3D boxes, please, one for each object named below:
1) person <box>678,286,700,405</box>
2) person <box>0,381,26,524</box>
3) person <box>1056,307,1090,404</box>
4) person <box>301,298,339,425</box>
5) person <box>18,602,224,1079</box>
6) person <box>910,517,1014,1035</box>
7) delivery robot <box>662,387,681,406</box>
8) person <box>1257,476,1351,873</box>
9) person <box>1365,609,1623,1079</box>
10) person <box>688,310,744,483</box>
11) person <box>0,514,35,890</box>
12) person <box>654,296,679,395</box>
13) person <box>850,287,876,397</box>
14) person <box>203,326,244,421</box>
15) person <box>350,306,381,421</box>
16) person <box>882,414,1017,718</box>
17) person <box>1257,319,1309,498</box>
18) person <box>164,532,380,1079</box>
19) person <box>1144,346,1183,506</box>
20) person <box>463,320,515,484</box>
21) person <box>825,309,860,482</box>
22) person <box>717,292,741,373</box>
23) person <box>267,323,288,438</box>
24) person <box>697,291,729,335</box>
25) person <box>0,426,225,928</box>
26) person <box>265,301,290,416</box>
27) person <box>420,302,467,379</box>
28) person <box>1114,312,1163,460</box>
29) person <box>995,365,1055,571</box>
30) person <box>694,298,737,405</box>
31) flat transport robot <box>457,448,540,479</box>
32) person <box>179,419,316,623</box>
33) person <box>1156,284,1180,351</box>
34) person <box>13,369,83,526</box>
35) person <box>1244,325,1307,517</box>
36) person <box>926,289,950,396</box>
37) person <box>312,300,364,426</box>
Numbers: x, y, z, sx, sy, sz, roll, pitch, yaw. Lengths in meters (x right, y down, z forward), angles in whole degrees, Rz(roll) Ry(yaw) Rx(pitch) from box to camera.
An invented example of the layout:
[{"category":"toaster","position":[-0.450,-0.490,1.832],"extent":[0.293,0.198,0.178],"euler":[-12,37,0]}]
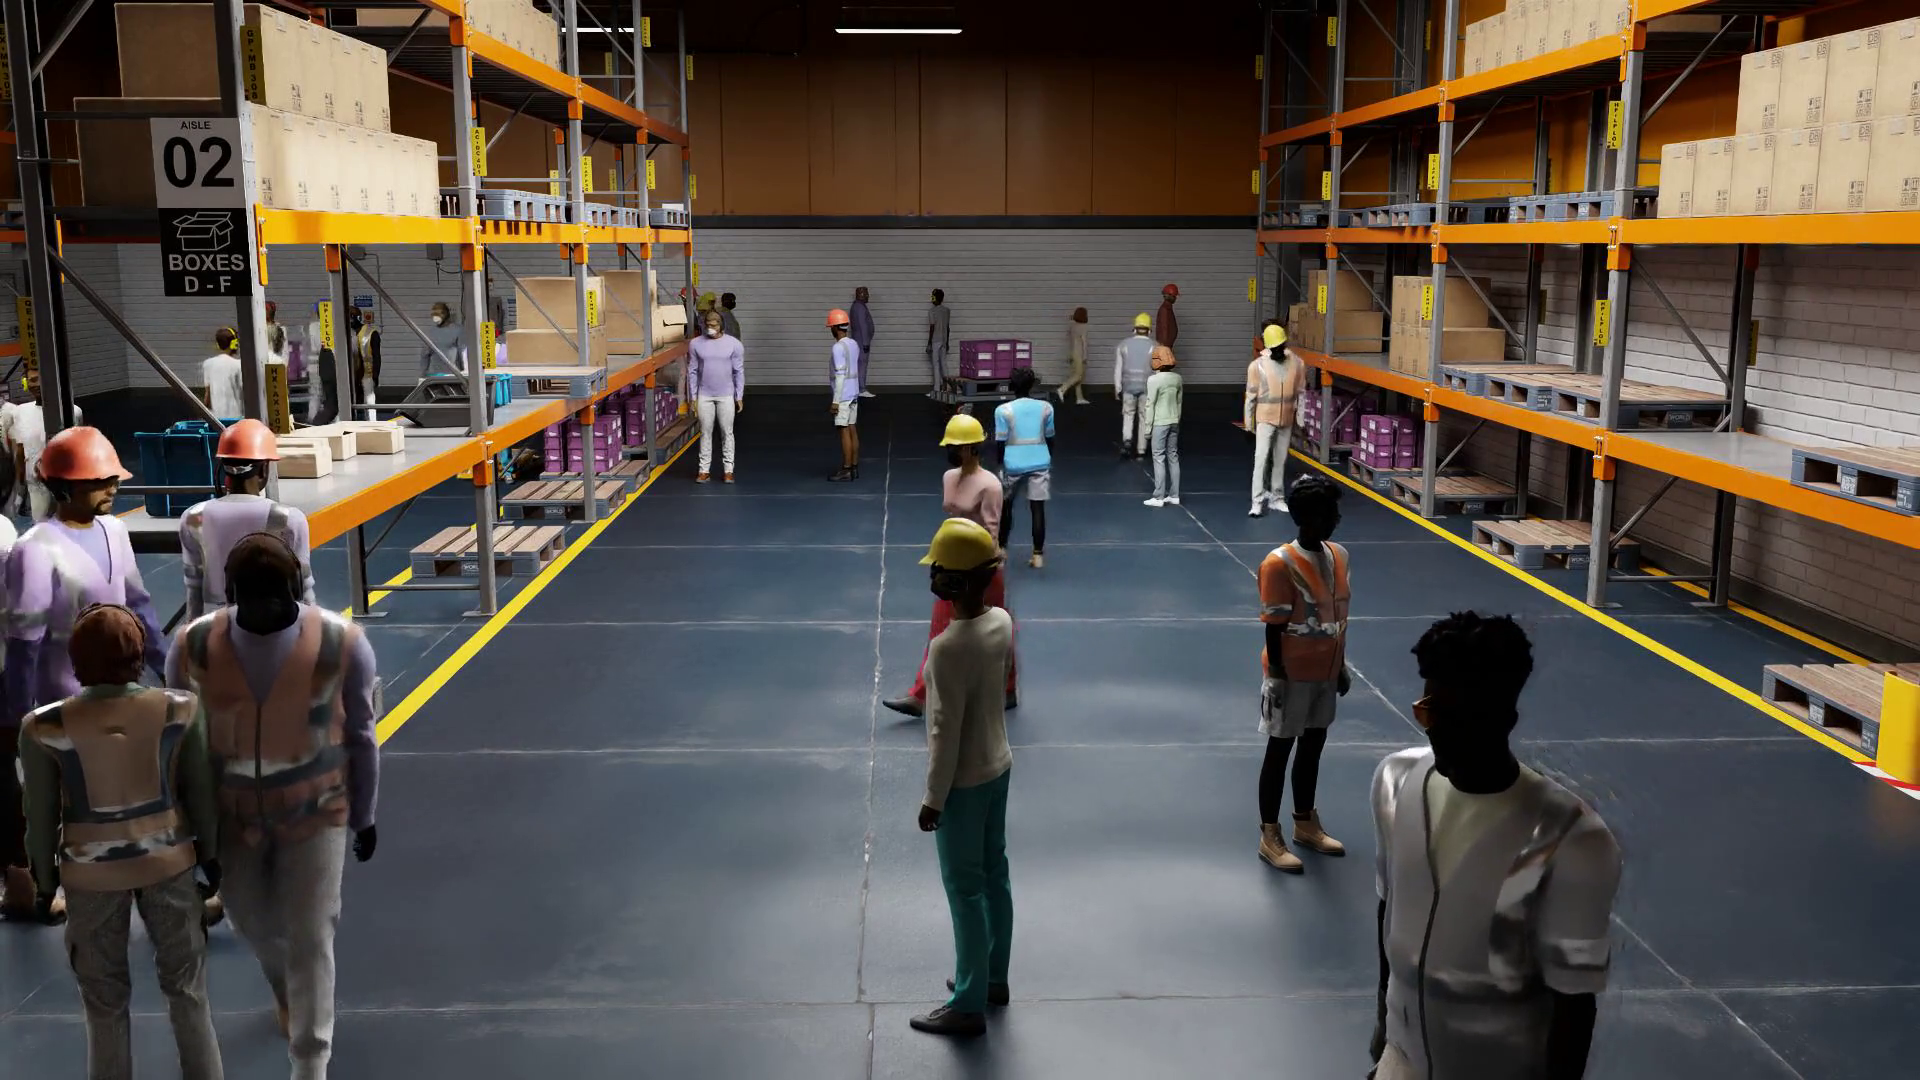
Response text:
[{"category":"person","position":[-4.270,-3.013,26.257],"extent":[0.383,1.994,0.618],"euler":[-7,13,-35]},{"category":"person","position":[-7.324,-0.453,12.571],"extent":[0.500,1.799,0.982],"euler":[-7,12,-33]},{"category":"person","position":[1.875,-3.017,27.358],"extent":[0.632,1.615,0.509],"euler":[-5,11,-25]},{"category":"person","position":[-8.649,-2.316,22.583],"extent":[0.610,1.923,0.741],"euler":[-1,10,-5]},{"category":"person","position":[-2.456,0.996,4.920],"extent":[0.523,1.638,0.311],"euler":[-7,12,-33]},{"category":"person","position":[0.014,0.798,5.662],"extent":[0.305,1.771,0.525],"euler":[4,11,23]},{"category":"delivery robot","position":[-4.304,-1.987,24.296],"extent":[0.477,0.478,0.707],"euler":[1,10,3]},{"category":"person","position":[1.488,0.564,7.163],"extent":[0.533,1.698,0.318],"euler":[-9,13,-40]},{"category":"person","position":[0.988,1.107,3.482],"extent":[0.941,1.923,0.636],"euler":[-7,13,-36]},{"category":"person","position":[-2.709,-1.588,18.500],"extent":[0.627,1.933,0.376],"euler":[0,10,2]},{"category":"person","position":[-3.991,0.522,6.578],"extent":[0.613,1.991,0.392],"euler":[-3,11,-18]},{"category":"person","position":[-4.888,-3.055,26.826],"extent":[0.644,1.889,0.572],"euler":[7,13,35]},{"category":"person","position":[-1.684,-3.429,28.826],"extent":[0.410,1.909,0.643],"euler":[-3,11,-17]},{"category":"person","position":[-7.389,-1.213,16.693],"extent":[0.538,1.845,0.852],"euler":[3,11,18]},{"category":"person","position":[-7.992,-2.176,22.027],"extent":[0.626,1.844,0.429],"euler":[0,10,0]},{"category":"person","position":[-0.006,0.166,9.280],"extent":[0.882,1.718,0.550],"euler":[-8,13,-37]},{"category":"person","position":[3.336,-1.334,17.191],"extent":[0.598,1.892,0.618],"euler":[9,13,40]},{"category":"person","position":[-2.166,0.849,5.290],"extent":[0.638,1.817,0.849],"euler":[-2,10,-10]},{"category":"person","position":[2.072,-1.156,16.952],"extent":[0.495,1.623,0.294],"euler":[-9,14,-42]},{"category":"person","position":[-5.185,-1.523,18.404],"extent":[0.563,1.839,0.377],"euler":[-3,11,-18]},{"category":"person","position":[-1.327,-1.613,18.639],"extent":[0.375,1.931,0.542],"euler":[3,11,17]},{"category":"person","position":[-3.865,-3.201,27.741],"extent":[0.429,1.840,0.630],"euler":[-4,11,-19]},{"category":"person","position":[-6.595,-1.148,16.140],"extent":[0.634,1.895,0.854],"euler":[7,12,35]},{"category":"person","position":[-3.959,-3.077,26.917],"extent":[0.603,1.900,0.765],"euler":[-9,14,-41]},{"category":"person","position":[-3.337,0.557,6.397],"extent":[1.064,1.989,0.615],"euler":[0,10,0]},{"category":"person","position":[-9.325,-2.287,22.533],"extent":[0.576,1.882,0.355],"euler":[5,11,27]},{"category":"person","position":[-6.586,-2.057,21.143],"extent":[0.650,1.914,0.678],"euler":[3,10,14]},{"category":"person","position":[2.203,-1.870,20.380],"extent":[0.624,1.819,0.424],"euler":[3,11,15]},{"category":"person","position":[0.514,-0.609,13.786],"extent":[0.552,1.669,0.777],"euler":[-3,10,-14]},{"category":"person","position":[-3.957,-3.026,26.914],"extent":[0.783,1.793,0.632],"euler":[-8,13,-39]},{"category":"flat transport robot","position":[-5.333,-0.895,19.255],"extent":[0.652,0.197,1.431],"euler":[-1,10,-3]},{"category":"person","position":[-3.046,0.442,7.207],"extent":[0.544,1.929,0.382],"euler":[-1,10,-3]},{"category":"person","position":[3.419,-3.219,27.424],"extent":[0.392,1.989,0.610],"euler":[2,10,11]},{"category":"person","position":[-6.408,-0.343,11.731],"extent":[0.534,1.871,0.315],"euler":[0,10,0]},{"category":"person","position":[3.079,-1.160,16.300],"extent":[0.650,1.881,0.687],"euler":[-2,10,-12]},{"category":"person","position":[-0.386,-3.421,28.881],"extent":[0.324,1.871,0.526],"euler":[9,14,41]},{"category":"person","position":[-7.819,-2.062,20.836],"extent":[0.685,2.000,0.796],"euler":[5,11,26]}]
